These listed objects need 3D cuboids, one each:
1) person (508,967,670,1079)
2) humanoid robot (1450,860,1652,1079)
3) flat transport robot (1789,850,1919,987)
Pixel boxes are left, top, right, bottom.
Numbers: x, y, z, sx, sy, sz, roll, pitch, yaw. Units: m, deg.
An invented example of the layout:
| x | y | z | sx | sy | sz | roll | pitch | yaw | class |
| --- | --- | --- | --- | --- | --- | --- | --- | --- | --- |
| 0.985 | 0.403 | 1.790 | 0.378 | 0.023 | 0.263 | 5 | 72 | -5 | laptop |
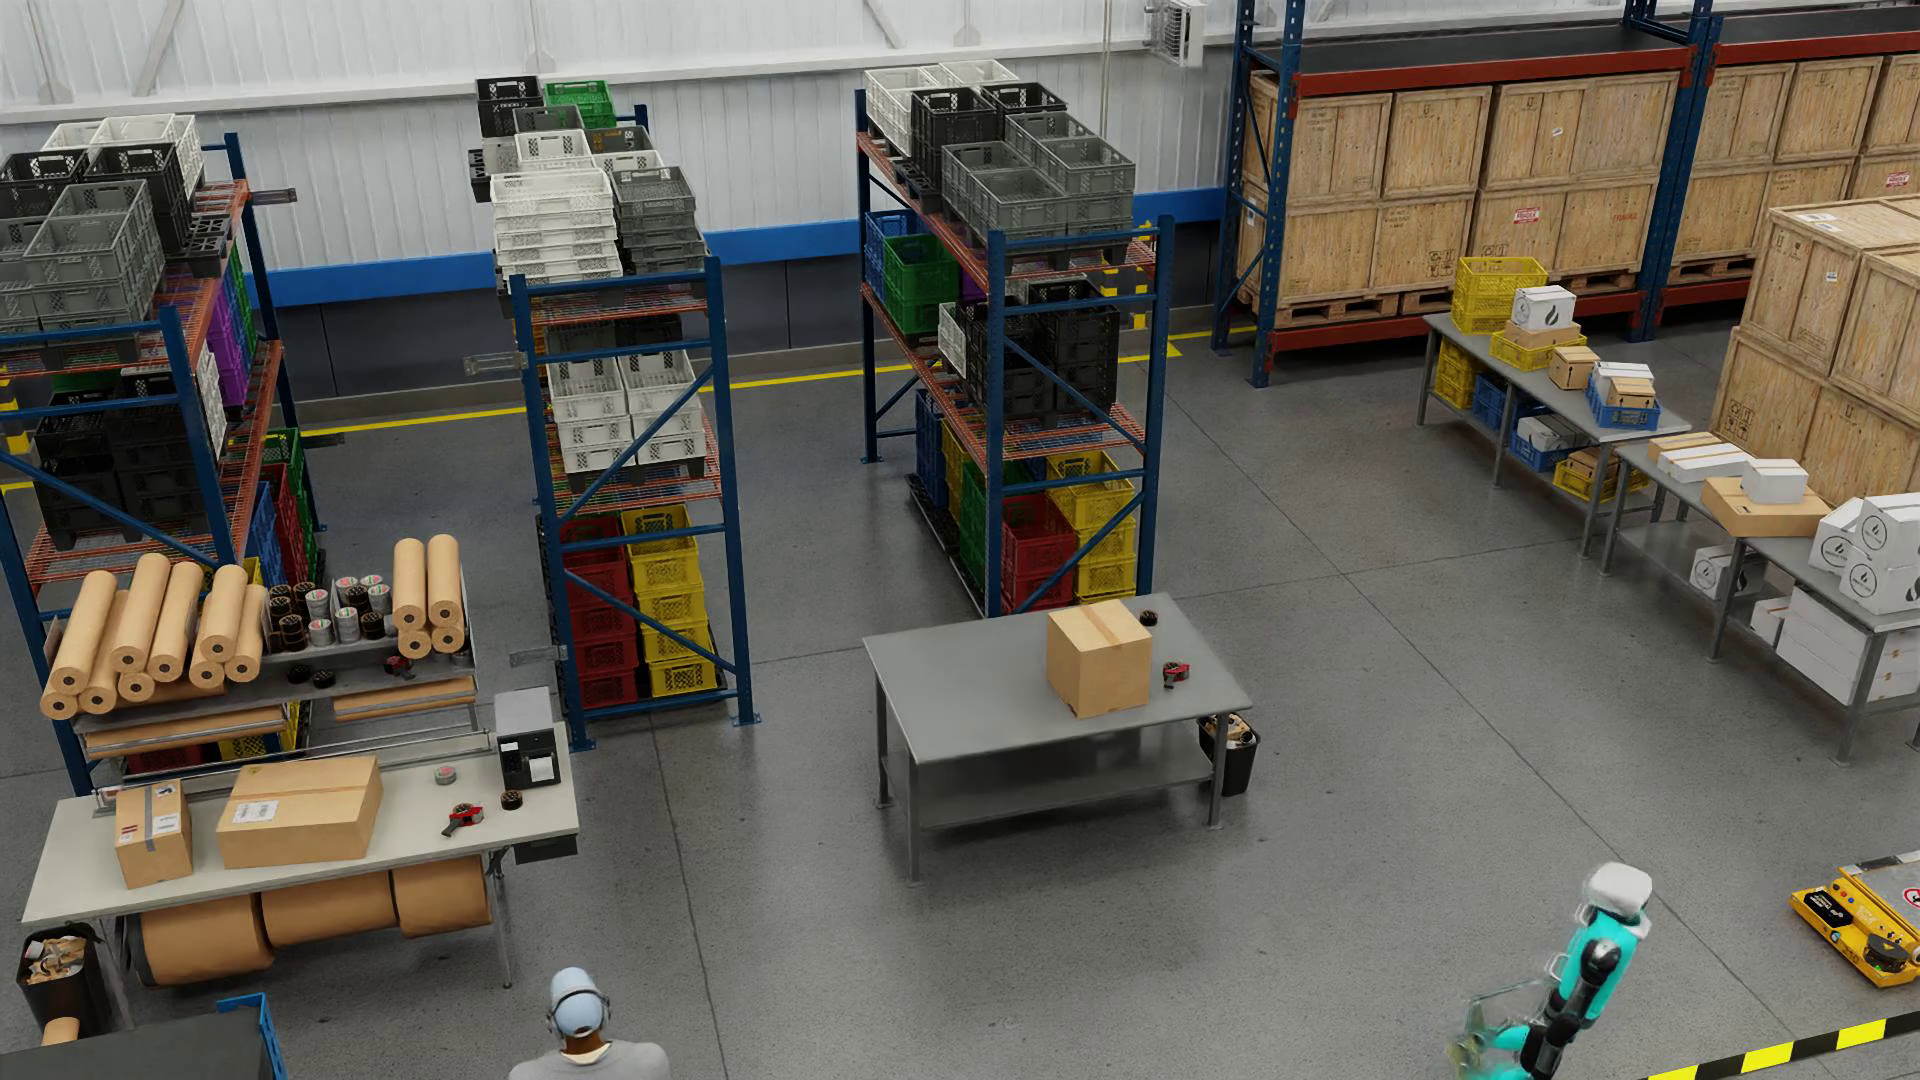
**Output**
| x | y | z | sx | sy | sz | roll | pitch | yaw | class |
| --- | --- | --- | --- | --- | --- | --- | --- | --- | --- |
| -1.336 | 2.347 | 6.247 | 0.588 | 1.852 | 0.371 | -7 | 30 | -13 | person |
| 2.345 | 2.049 | 7.000 | 0.796 | 1.856 | 0.545 | 18 | 34 | 30 | humanoid robot |
| 5.163 | 1.916 | 8.676 | 1.431 | 0.231 | 0.659 | -8 | 30 | -14 | flat transport robot |
